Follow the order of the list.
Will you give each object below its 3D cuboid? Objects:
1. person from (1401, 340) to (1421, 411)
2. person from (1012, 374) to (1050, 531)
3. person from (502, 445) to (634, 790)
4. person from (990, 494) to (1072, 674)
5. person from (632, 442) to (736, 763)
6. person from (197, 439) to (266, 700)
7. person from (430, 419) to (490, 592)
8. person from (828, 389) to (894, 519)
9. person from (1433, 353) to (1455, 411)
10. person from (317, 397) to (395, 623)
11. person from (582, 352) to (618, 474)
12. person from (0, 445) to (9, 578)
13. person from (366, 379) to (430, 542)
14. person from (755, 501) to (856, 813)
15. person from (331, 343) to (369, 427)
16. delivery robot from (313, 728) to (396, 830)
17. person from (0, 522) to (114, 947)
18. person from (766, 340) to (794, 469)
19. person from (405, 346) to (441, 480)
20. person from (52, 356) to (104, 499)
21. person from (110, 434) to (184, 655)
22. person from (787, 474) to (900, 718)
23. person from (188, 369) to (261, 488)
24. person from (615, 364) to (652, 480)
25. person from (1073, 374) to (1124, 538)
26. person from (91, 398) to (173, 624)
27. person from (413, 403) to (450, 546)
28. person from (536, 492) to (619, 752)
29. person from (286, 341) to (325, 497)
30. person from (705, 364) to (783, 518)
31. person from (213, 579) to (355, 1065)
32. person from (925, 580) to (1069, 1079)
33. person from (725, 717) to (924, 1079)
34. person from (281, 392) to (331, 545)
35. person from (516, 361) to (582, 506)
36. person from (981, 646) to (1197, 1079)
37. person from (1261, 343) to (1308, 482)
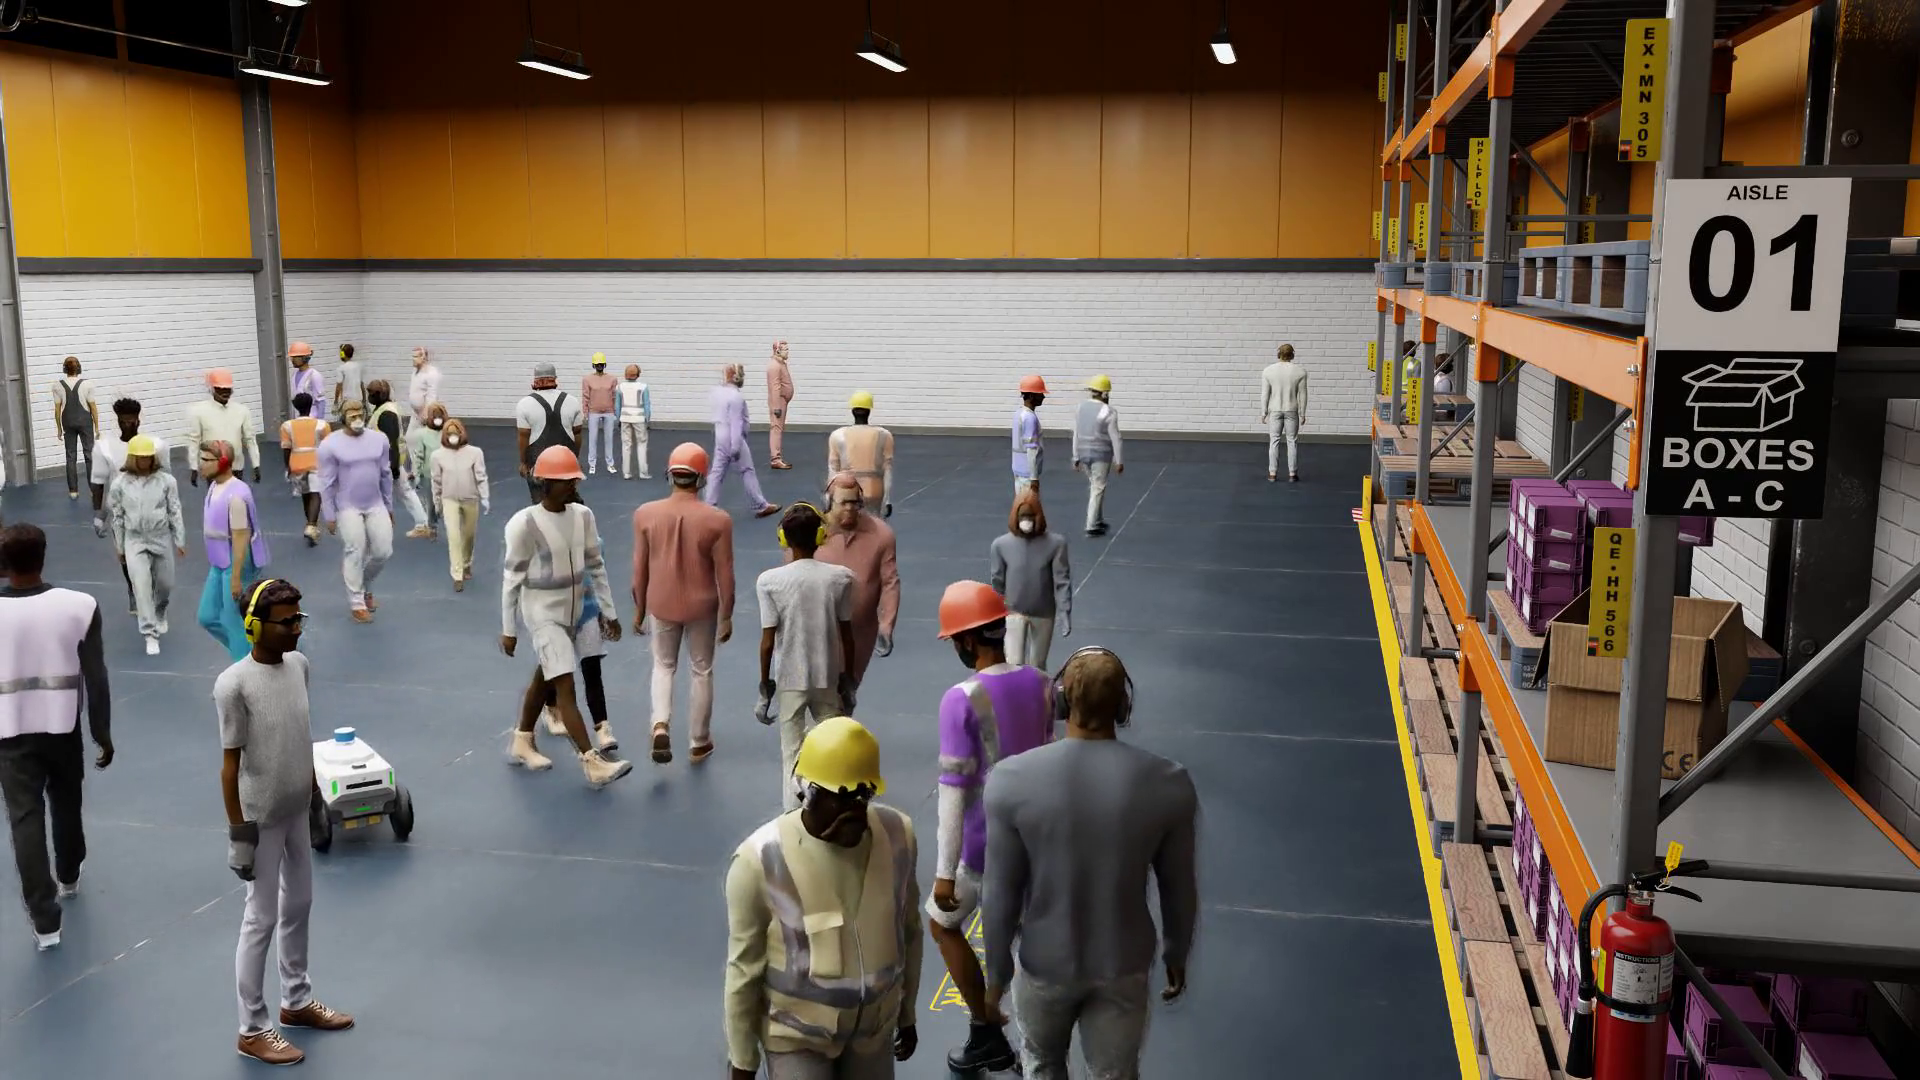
[{"bbox_3d":[7.045,-2.214,26.156,0.429,1.844,0.625,-6,11,-33],"label":"person"},{"bbox_3d":[0.713,-0.694,16.706,0.367,1.935,0.552,-2,10,-11],"label":"person"},{"bbox_3d":[-2.308,0.440,9.702,1.075,1.986,0.621,5,11,30],"label":"person"},{"bbox_3d":[0.449,0.487,10.645,0.507,1.582,0.850,0,9,-2],"label":"person"},{"bbox_3d":[-1.655,0.404,9.975,0.636,1.976,0.639,0,9,2],"label":"person"},{"bbox_3d":[-5.093,0.203,11.597,0.443,1.834,0.591,-7,12,-38],"label":"person"},{"bbox_3d":[-4.724,-0.360,15.706,0.506,1.598,0.820,-4,10,-21],"label":"person"},{"bbox_3d":[-0.896,-0.410,15.095,0.591,1.908,0.704,0,9,-1],"label":"person"},{"bbox_3d":[6.495,-1.603,22.474,0.429,1.841,0.633,-1,9,-5],"label":"person"},{"bbox_3d":[-5.090,-0.253,14.094,0.451,1.920,0.646,9,13,44],"label":"person"},{"bbox_3d":[-5.198,-1.835,24.094,0.534,1.767,0.314,-4,10,-23],"label":"person"},{"bbox_3d":[-9.438,-0.558,15.956,0.578,1.914,0.568,-8,12,-38],"label":"person"},{"bbox_3d":[-6.283,-0.870,18.230,0.955,1.801,0.657,-3,10,-19],"label":"person"},{"bbox_3d":[-0.771,0.739,8.297,0.514,1.865,0.327,-4,10,-21],"label":"person"},{"bbox_3d":[-9.286,-2.097,25.487,0.878,1.837,0.512,3,10,19],"label":"person"},{"bbox_3d":[-3.278,1.247,8.887,0.477,0.478,0.707,-6,11,-34],"label":"delivery robot"},{"bbox_3d":[-4.248,0.846,7.638,0.616,1.861,0.990,-5,11,-28],"label":"person"},{"bbox_3d":[-2.667,-2.012,24.738,0.399,1.909,0.642,0,9,-1],"label":"person"},{"bbox_3d":[-7.564,-1.754,23.230,0.690,1.883,0.680,-8,13,-41],"label":"person"},{"bbox_3d":[-11.433,-1.452,21.553,0.505,1.847,0.346,-3,10,-17],"label":"person"},{"bbox_3d":[-6.438,0.001,13.185,0.496,1.717,0.769,-6,11,-32],"label":"person"},{"bbox_3d":[-0.688,0.515,9.756,0.624,1.846,1.084,-4,10,-21],"label":"person"},{"bbox_3d":[-7.397,-0.737,16.853,0.777,1.967,0.654,9,13,42],"label":"person"},{"bbox_3d":[-4.595,-1.659,23.423,0.523,1.636,0.312,2,10,12],"label":"person"},{"bbox_3d":[1.606,-0.942,18.587,0.691,1.806,0.620,-9,13,-43],"label":"person"},{"bbox_3d":[-7.036,-0.258,14.163,0.633,1.908,1.024,-4,10,-24],"label":"person"},{"bbox_3d":[-5.610,-0.708,17.878,0.510,1.578,0.899,-4,10,-20],"label":"person"},{"bbox_3d":[-2.457,0.491,10.436,0.533,1.641,0.906,-5,11,-29],"label":"person"},{"bbox_3d":[-8.456,-1.542,21.497,0.611,2.042,0.394,7,12,38],"label":"person"},{"bbox_3d":[-2.639,-1.159,19.739,0.980,1.854,0.661,-6,11,-32],"label":"person"},{"bbox_3d":[-2.611,1.062,6.368,0.318,1.860,0.509,2,10,14],"label":"person"},{"bbox_3d":[0.135,1.094,6.065,0.611,1.889,0.686,9,13,44],"label":"person"},{"bbox_3d":[-0.405,1.351,4.785,0.605,1.807,0.593,-5,11,-29],"label":"person"},{"bbox_3d":[-7.104,-0.788,18.128,0.533,1.656,0.874,-2,10,-11],"label":"person"},{"bbox_3d":[-4.328,-0.870,17.456,0.683,2.000,0.536,-6,11,-30],"label":"person"},{"bbox_3d":[0.386,1.246,5.082,0.650,1.911,0.747,0,9,0],"label":"person"},{"bbox_3d":[4.514,-1.770,23.185,0.631,1.938,0.362,2,10,13],"label":"person"}]
